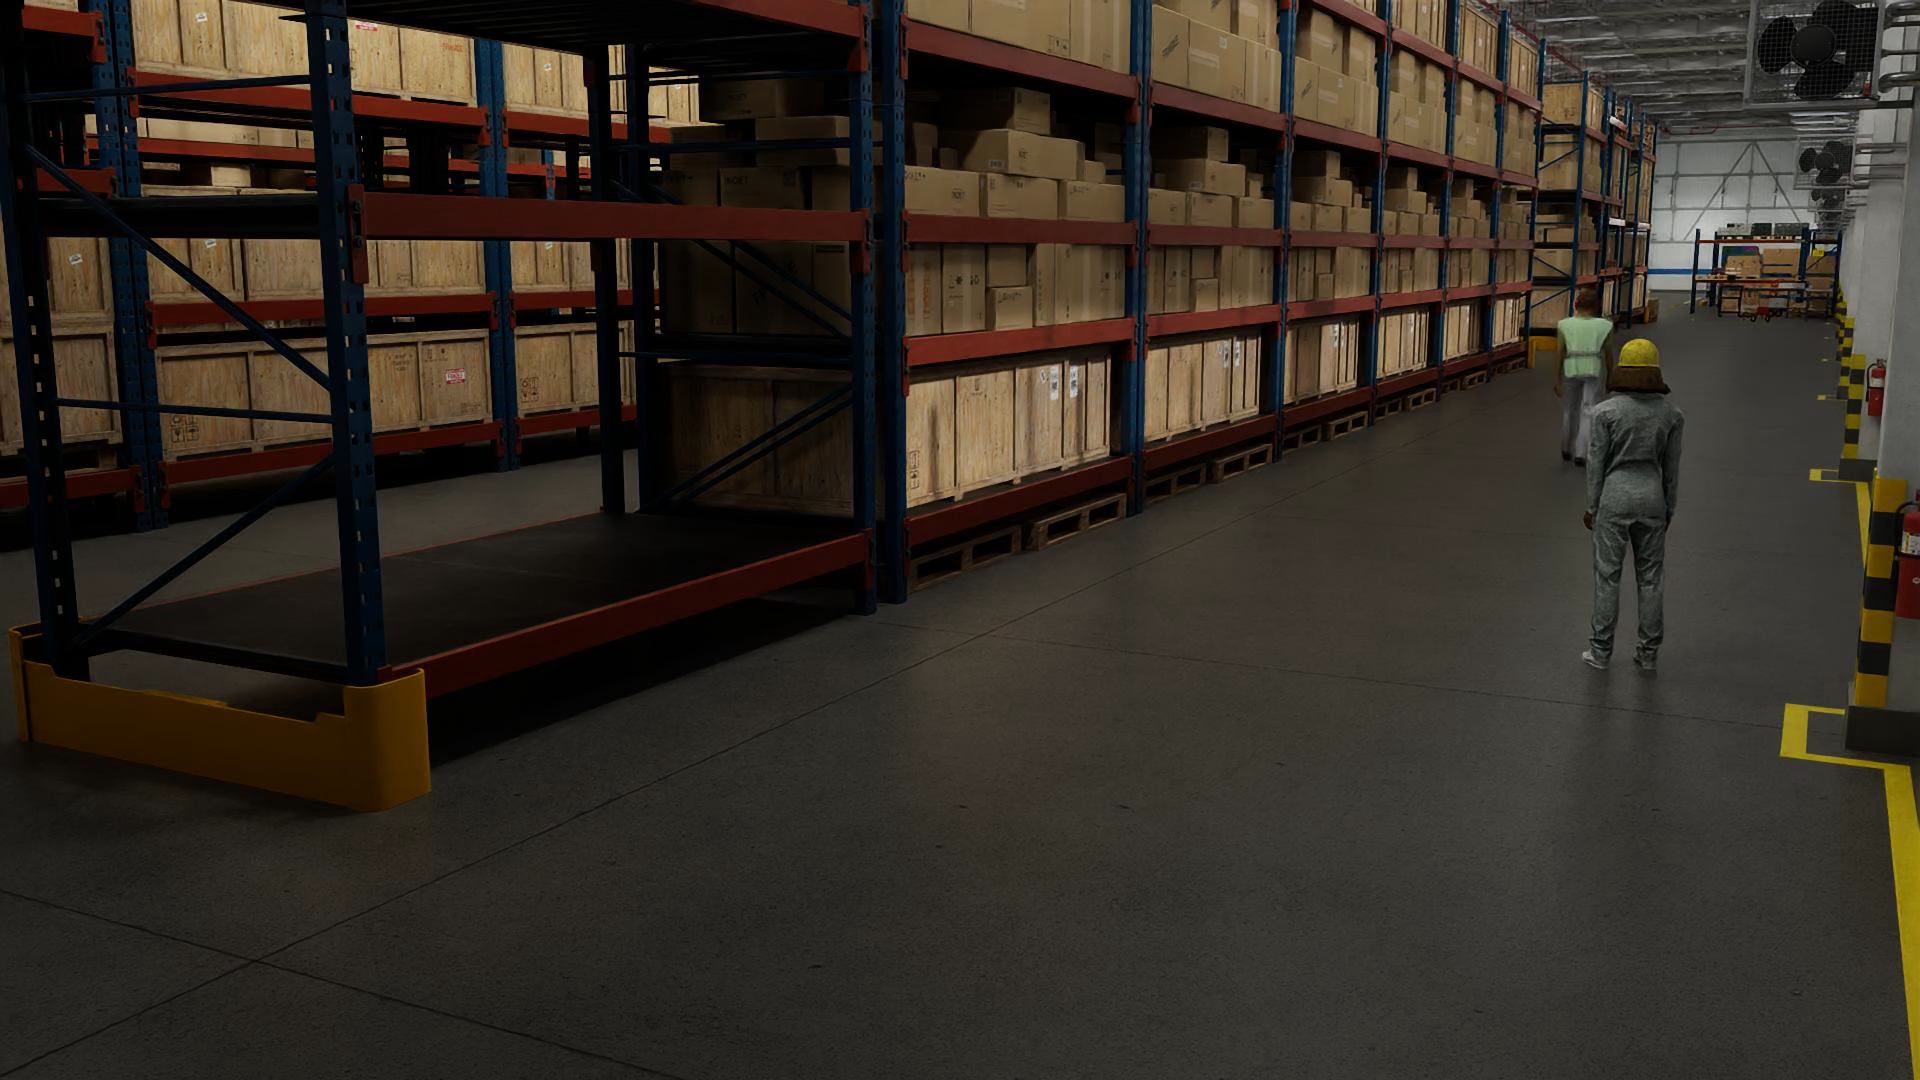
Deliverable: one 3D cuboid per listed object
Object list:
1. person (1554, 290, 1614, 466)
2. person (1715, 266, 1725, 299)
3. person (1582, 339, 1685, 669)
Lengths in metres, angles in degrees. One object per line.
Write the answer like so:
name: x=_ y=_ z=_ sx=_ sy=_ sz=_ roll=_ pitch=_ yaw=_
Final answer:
person: x=6.468 y=-1.688 z=17.267 sx=0.586 sy=1.785 sz=0.999 roll=3 pitch=10 yaw=16
person: x=35.934 y=-12.248 z=78.091 sx=0.642 sy=1.910 sz=0.912 roll=-7 pitch=12 yaw=-33
person: x=3.516 y=-0.184 z=8.734 sx=0.480 sy=1.733 sz=0.338 roll=0 pitch=10 yaw=0
